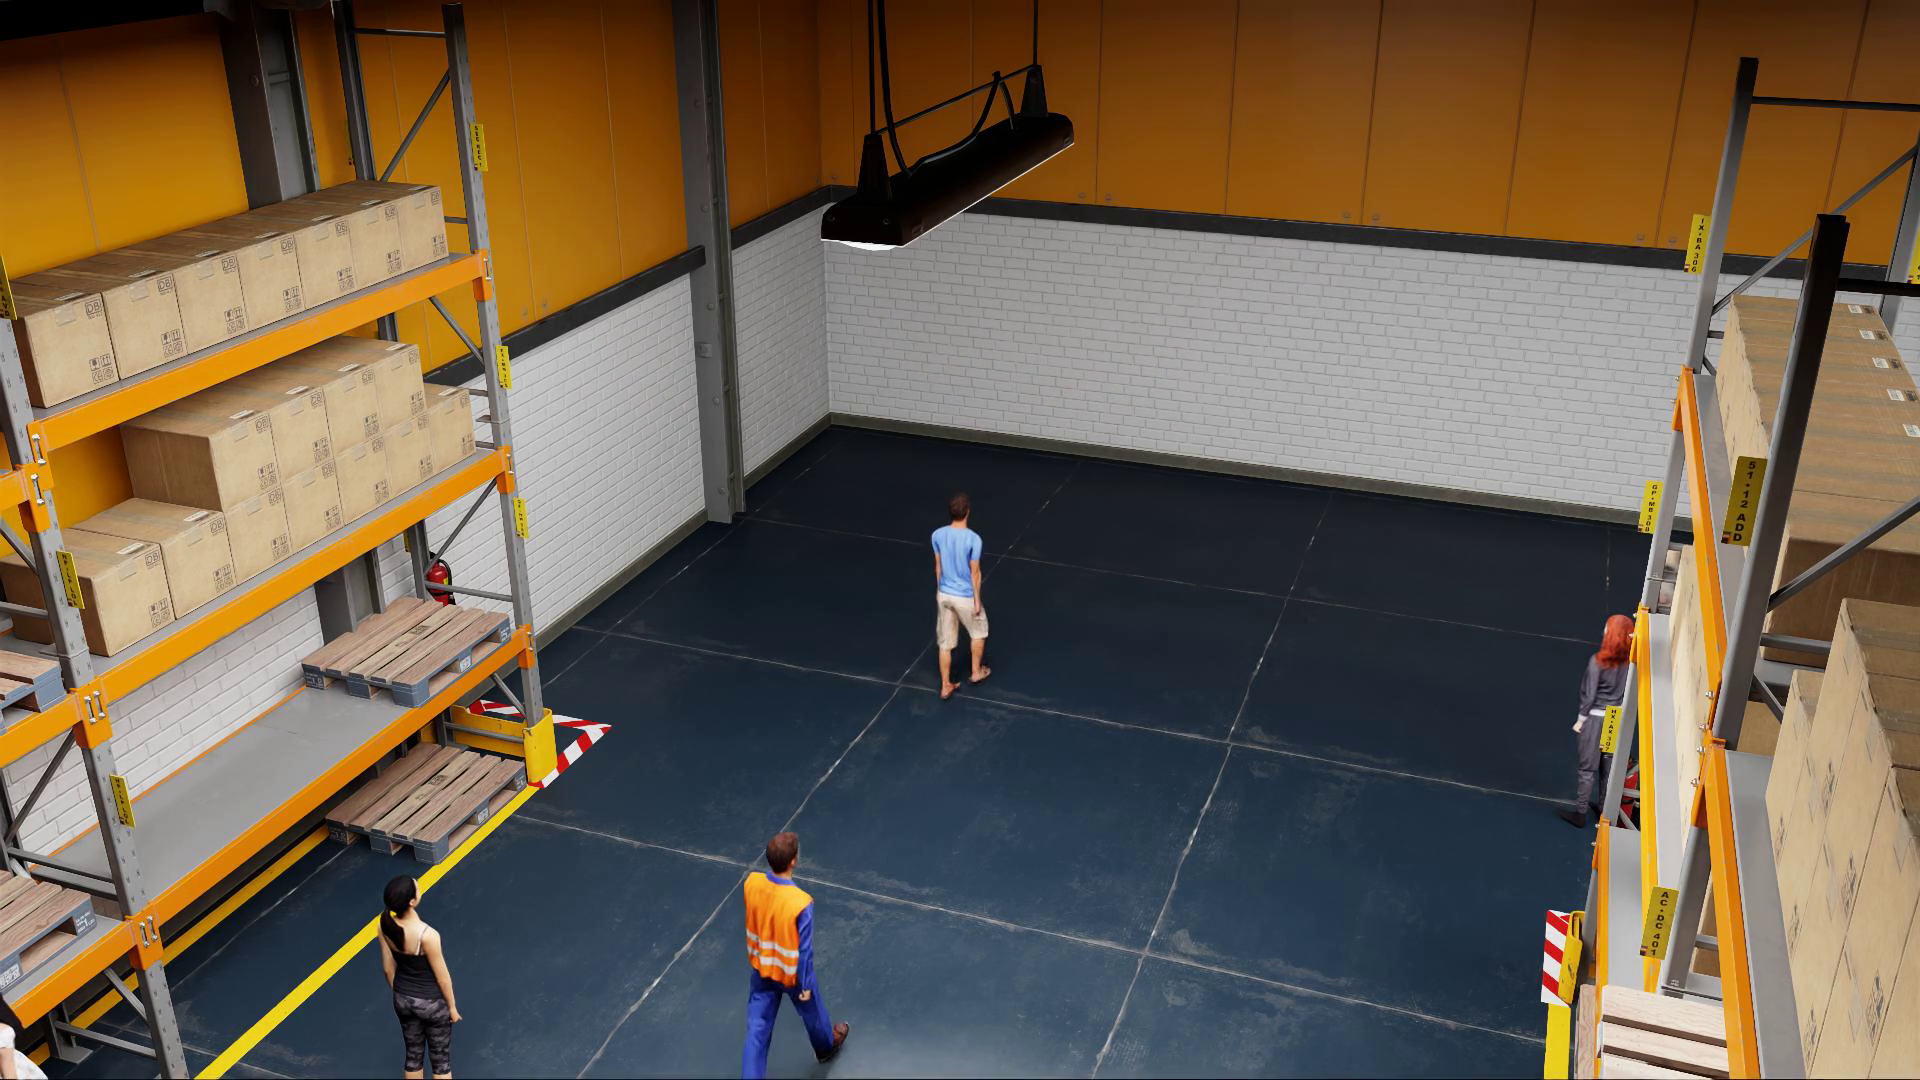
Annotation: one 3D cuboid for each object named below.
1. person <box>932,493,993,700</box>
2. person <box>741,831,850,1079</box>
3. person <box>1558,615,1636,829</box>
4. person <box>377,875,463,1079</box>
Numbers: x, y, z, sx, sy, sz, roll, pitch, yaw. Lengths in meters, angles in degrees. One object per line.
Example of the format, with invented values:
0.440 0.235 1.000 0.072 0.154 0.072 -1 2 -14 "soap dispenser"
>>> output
-0.048 0.524 14.418 0.678 1.844 0.909 11 26 23 "person"
-1.103 2.578 9.753 0.819 1.818 1.246 12 26 26 "person"
4.864 1.359 12.588 0.652 1.780 0.696 -8 25 -18 "person"
-3.126 2.682 9.626 0.567 1.729 0.536 7 25 16 "person"
